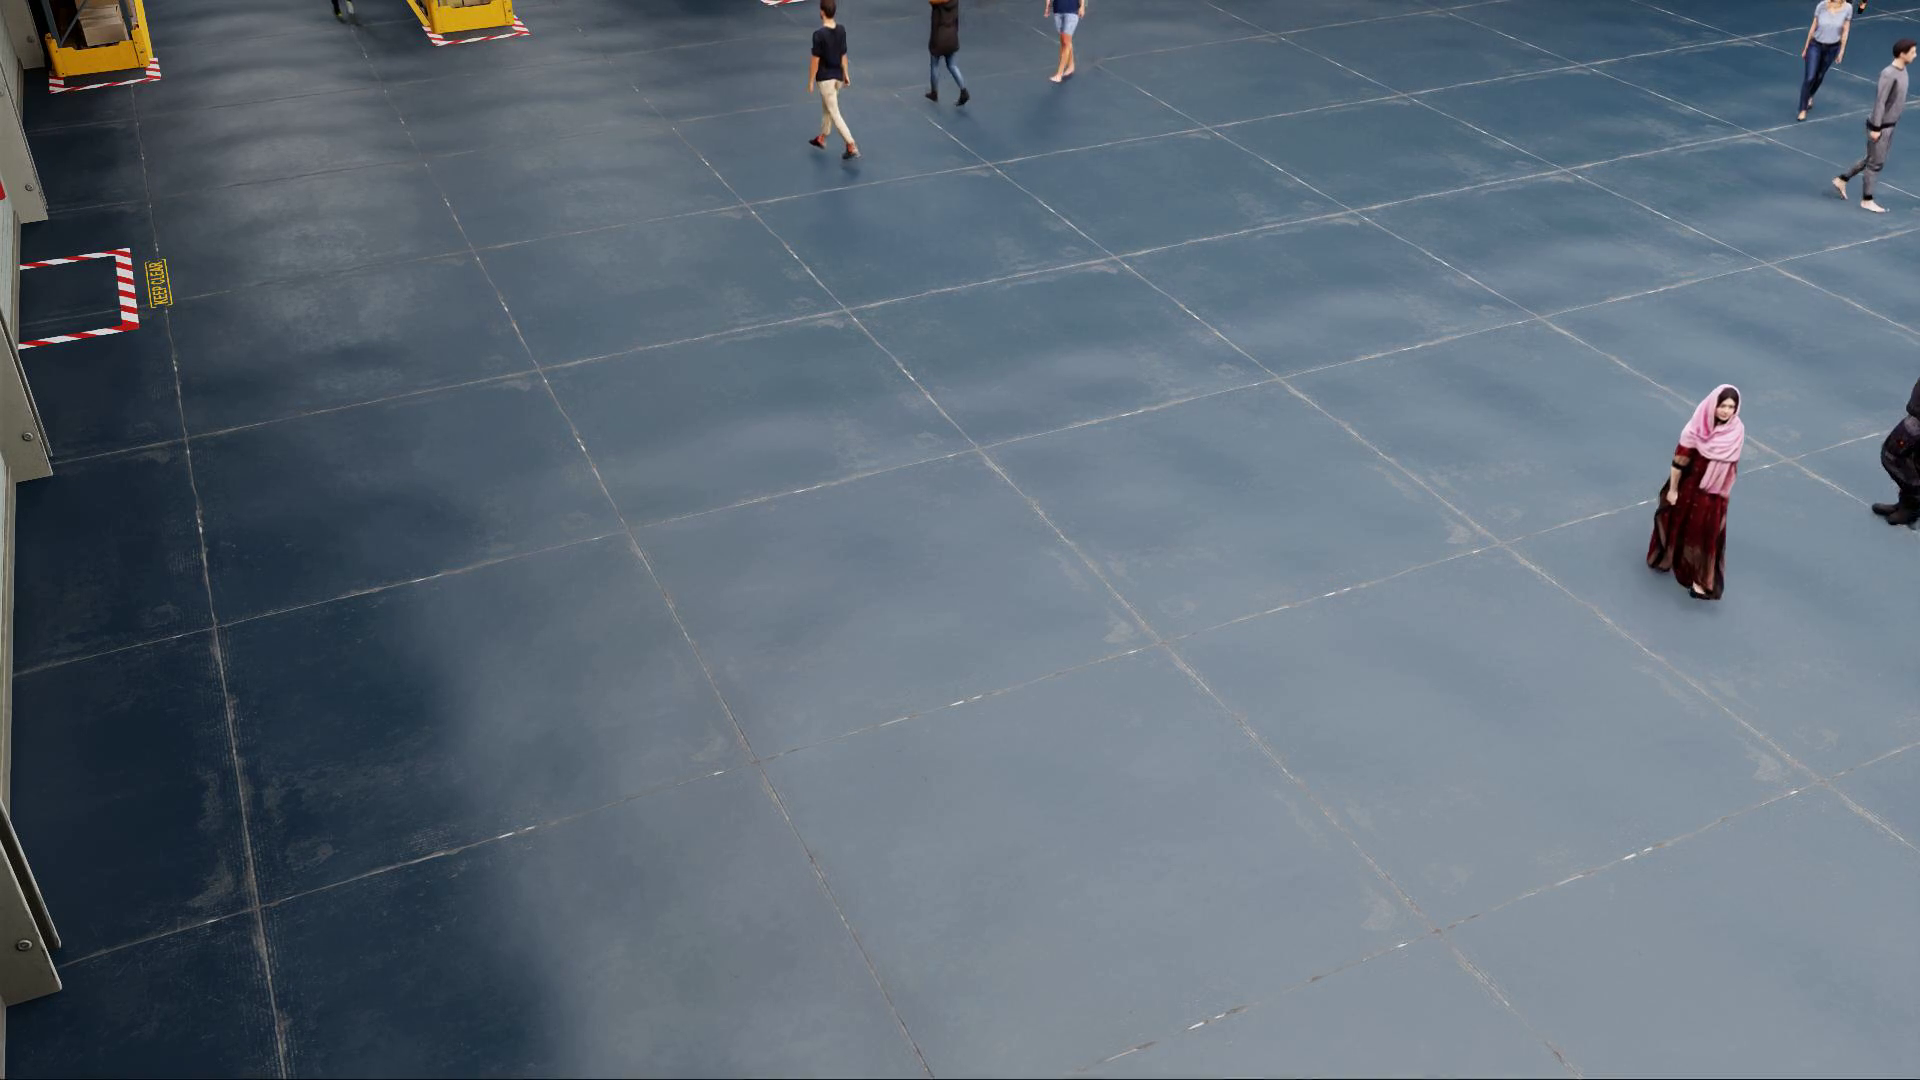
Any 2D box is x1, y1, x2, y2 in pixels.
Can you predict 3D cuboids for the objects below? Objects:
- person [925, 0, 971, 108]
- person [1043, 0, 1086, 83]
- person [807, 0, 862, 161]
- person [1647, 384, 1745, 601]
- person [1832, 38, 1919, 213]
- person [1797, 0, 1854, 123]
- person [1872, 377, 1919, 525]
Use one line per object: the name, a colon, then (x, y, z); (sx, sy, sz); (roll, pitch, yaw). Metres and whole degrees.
person: (-0.149, -6.234, 20.845); (0.809, 1.611, 1.079); (-24, 40, -33)
person: (1.430, -6.967, 21.784); (1.048, 1.816, 1.009); (20, 38, 27)
person: (-1.437, -5.268, 19.170); (1.251, 1.816, 0.970); (26, 41, 34)
person: (5.255, -0.417, 11.911); (0.941, 1.598, 1.131); (2, 33, 2)
person: (9.934, -4.530, 18.011); (1.002, 1.843, 0.883); (26, 41, 34)
person: (10.658, -6.075, 20.541); (1.090, 1.676, 1.138); (11, 35, 17)
person: (7.392, -0.903, 12.465); (0.894, 1.810, 0.855); (19, 37, 26)
